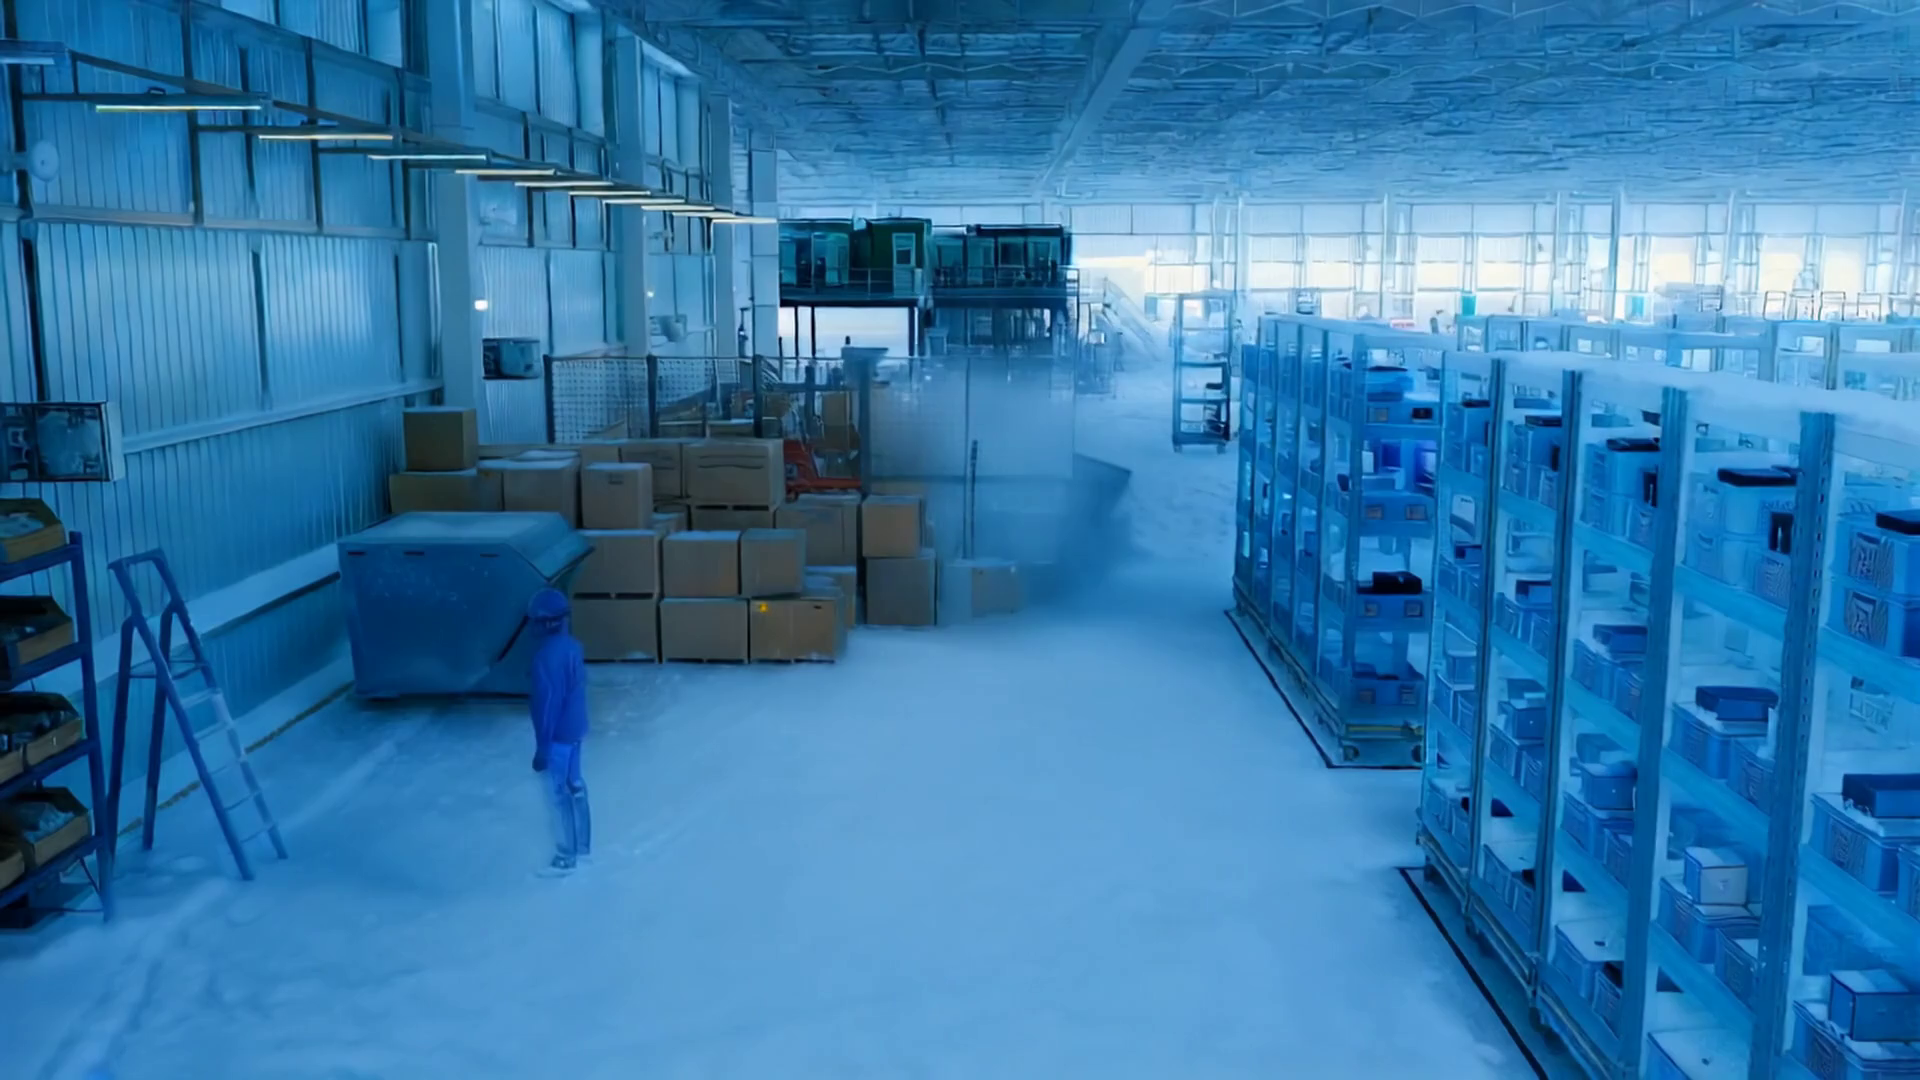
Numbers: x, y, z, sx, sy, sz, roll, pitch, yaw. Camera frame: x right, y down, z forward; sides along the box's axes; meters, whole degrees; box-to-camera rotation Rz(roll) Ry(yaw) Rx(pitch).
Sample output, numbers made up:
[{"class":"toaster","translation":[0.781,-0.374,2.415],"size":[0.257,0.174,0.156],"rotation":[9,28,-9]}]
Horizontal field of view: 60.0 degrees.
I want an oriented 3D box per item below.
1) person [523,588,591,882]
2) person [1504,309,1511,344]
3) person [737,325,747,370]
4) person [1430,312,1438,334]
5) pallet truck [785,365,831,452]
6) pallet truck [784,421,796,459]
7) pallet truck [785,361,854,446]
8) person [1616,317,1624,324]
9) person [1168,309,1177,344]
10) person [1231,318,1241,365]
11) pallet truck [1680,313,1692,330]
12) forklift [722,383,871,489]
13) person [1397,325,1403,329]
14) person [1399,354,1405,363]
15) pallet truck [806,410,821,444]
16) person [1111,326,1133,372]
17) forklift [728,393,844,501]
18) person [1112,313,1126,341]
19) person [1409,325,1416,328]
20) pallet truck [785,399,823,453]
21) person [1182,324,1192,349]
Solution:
[{"class":"person","translation":[-2.731,1.307,11.220],"size":[0.396,1.993,0.617],"rotation":[2,9,10]},{"class":"person","translation":[29.766,-11.518,90.337],"size":[0.376,1.995,0.612],"rotation":[-2,9,-14]},{"class":"person","translation":[-8.705,-7.650,66.686],"size":[0.371,1.925,0.595],"rotation":[-6,11,-31]},{"class":"person","translation":[25.758,-11.454,90.413],"size":[0.429,1.841,0.634],"rotation":[8,12,40]},{"class":"pallet truck","translation":[-3.774,-2.976,37.635],"size":[1.885,1.965,0.823],"rotation":[1,9,5]},{"class":"pallet truck","translation":[-4.013,-1.793,32.705],"size":[1.601,1.201,0.680],"rotation":[0,9,1]},{"class":"pallet truck","translation":[-3.410,-3.193,38.978],"size":[1.885,1.965,0.823],"rotation":[0,9,-1]},{"class":"person","translation":[32.953,-10.273,83.228],"size":[1.038,1.808,0.504],"rotation":[-9,13,-43]},{"class":"person","translation":[12.005,-12.026,93.643],"size":[0.621,1.945,1.025],"rotation":[4,10,22]},{"class":"person","translation":[12.086,-8.687,72.742],"size":[0.395,2.039,0.606],"rotation":[-1,9,-4]},{"class":"pallet truck","translation":[36.315,-10.531,84.244],"size":[0.823,1.965,1.885],"rotation":[-6,11,-33]},{"class":"forklift","translation":[-2.893,-1.687,28.729],"size":[2.680,1.987,1.157],"rotation":[0,9,-1]},{"class":"person","translation":[17.784,-7.758,67.359],"size":[0.448,1.922,0.658],"rotation":[4,10,25]},{"class":"person","translation":[11.952,-4.102,44.978],"size":[0.532,1.869,0.311],"rotation":[-5,10,-26]},{"class":"pallet truck","translation":[-3.559,-2.018,33.905],"size":[1.522,1.261,0.704],"rotation":[0,9,-1]},{"class":"person","translation":[6.547,-7.735,67.354],"size":[1.035,1.879,0.553],"rotation":[-2,9,-13]},{"class":"forklift","translation":[-2.979,-1.316,26.476],"size":[2.680,1.987,1.157],"rotation":[0,9,1]},{"class":"person","translation":[9.239,-12.365,96.566],"size":[0.838,1.652,0.546],"rotation":[-2,9,-13]},{"class":"person","translation":[17.304,-7.228,63.730],"size":[0.537,2.000,0.674],"rotation":[0,9,2]},{"class":"pallet truck","translation":[-3.814,-2.432,36.419],"size":[1.630,1.274,0.653],"rotation":[0,9,1]},{"class":"person","translation":[11.726,-10.789,86.225],"size":[0.548,1.879,1.018],"rotation":[-6,11,-32]}]
